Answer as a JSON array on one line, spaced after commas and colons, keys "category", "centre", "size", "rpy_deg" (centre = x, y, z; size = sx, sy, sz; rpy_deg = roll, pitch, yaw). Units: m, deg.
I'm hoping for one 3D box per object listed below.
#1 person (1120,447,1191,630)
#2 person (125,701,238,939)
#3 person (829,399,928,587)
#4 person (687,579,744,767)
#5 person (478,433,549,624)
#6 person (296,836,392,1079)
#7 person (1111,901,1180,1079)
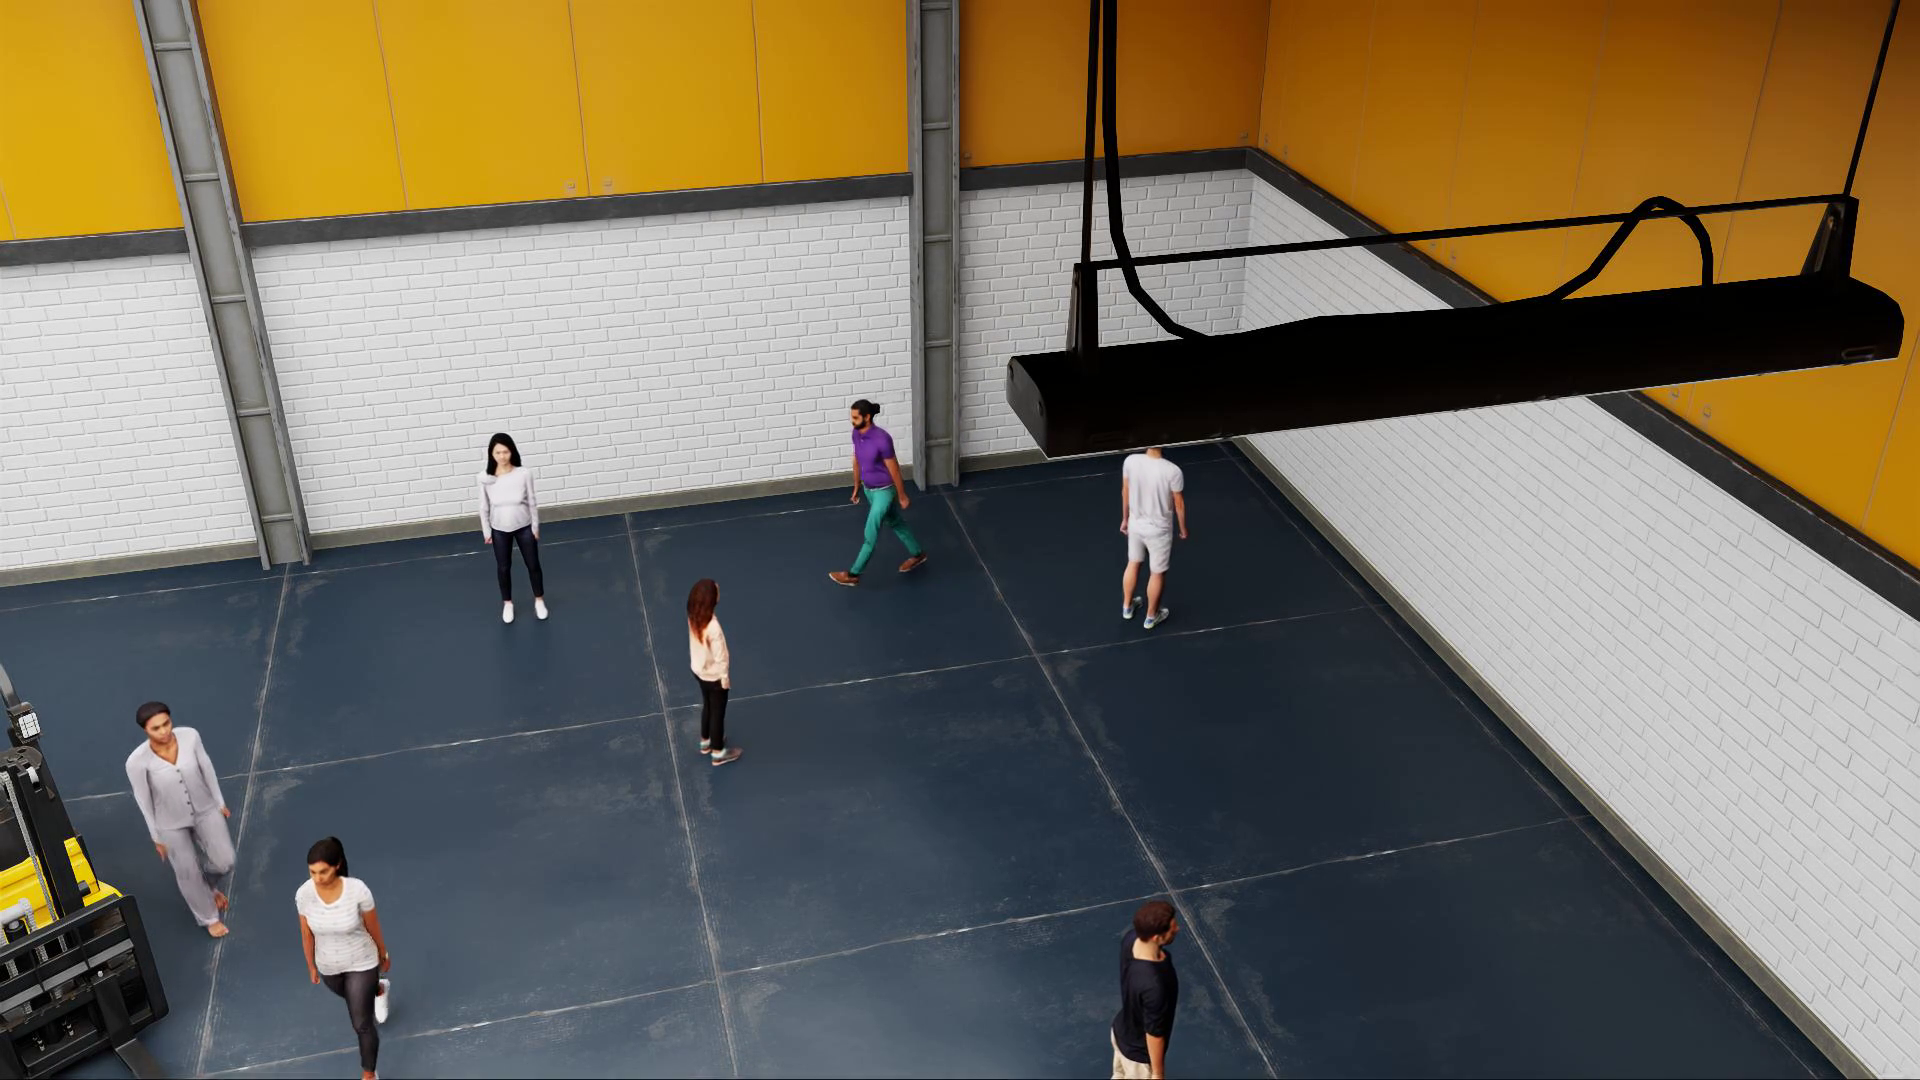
[{"category": "person", "centre": [1.541, -0.111, 13.506], "size": [0.807, 1.852, 0.851], "rpy_deg": [18, 34, 30]}, {"category": "person", "centre": [-4.860, 1.689, 10.341], "size": [0.880, 1.722, 0.807], "rpy_deg": [23, 36, 35]}, {"category": "person", "centre": [-0.591, -0.410, 14.220], "size": [1.275, 1.691, 0.873], "rpy_deg": [-19, 34, -31]}, {"category": "person", "centre": [-1.799, 0.940, 11.964], "size": [0.612, 1.483, 0.624], "rpy_deg": [-18, 33, -29]}, {"category": "person", "centre": [-3.673, -0.112, 13.667], "size": [0.473, 1.697, 0.669], "rpy_deg": [-6, 29, -11]}, {"category": "person", "centre": [-3.407, 2.314, 9.337], "size": [1.080, 1.587, 0.846], "rpy_deg": [1, 29, 2]}, {"category": "person", "centre": [0.914, 2.580, 8.572], "size": [0.538, 1.851, 0.638], "rpy_deg": [-6, 29, -11]}]
